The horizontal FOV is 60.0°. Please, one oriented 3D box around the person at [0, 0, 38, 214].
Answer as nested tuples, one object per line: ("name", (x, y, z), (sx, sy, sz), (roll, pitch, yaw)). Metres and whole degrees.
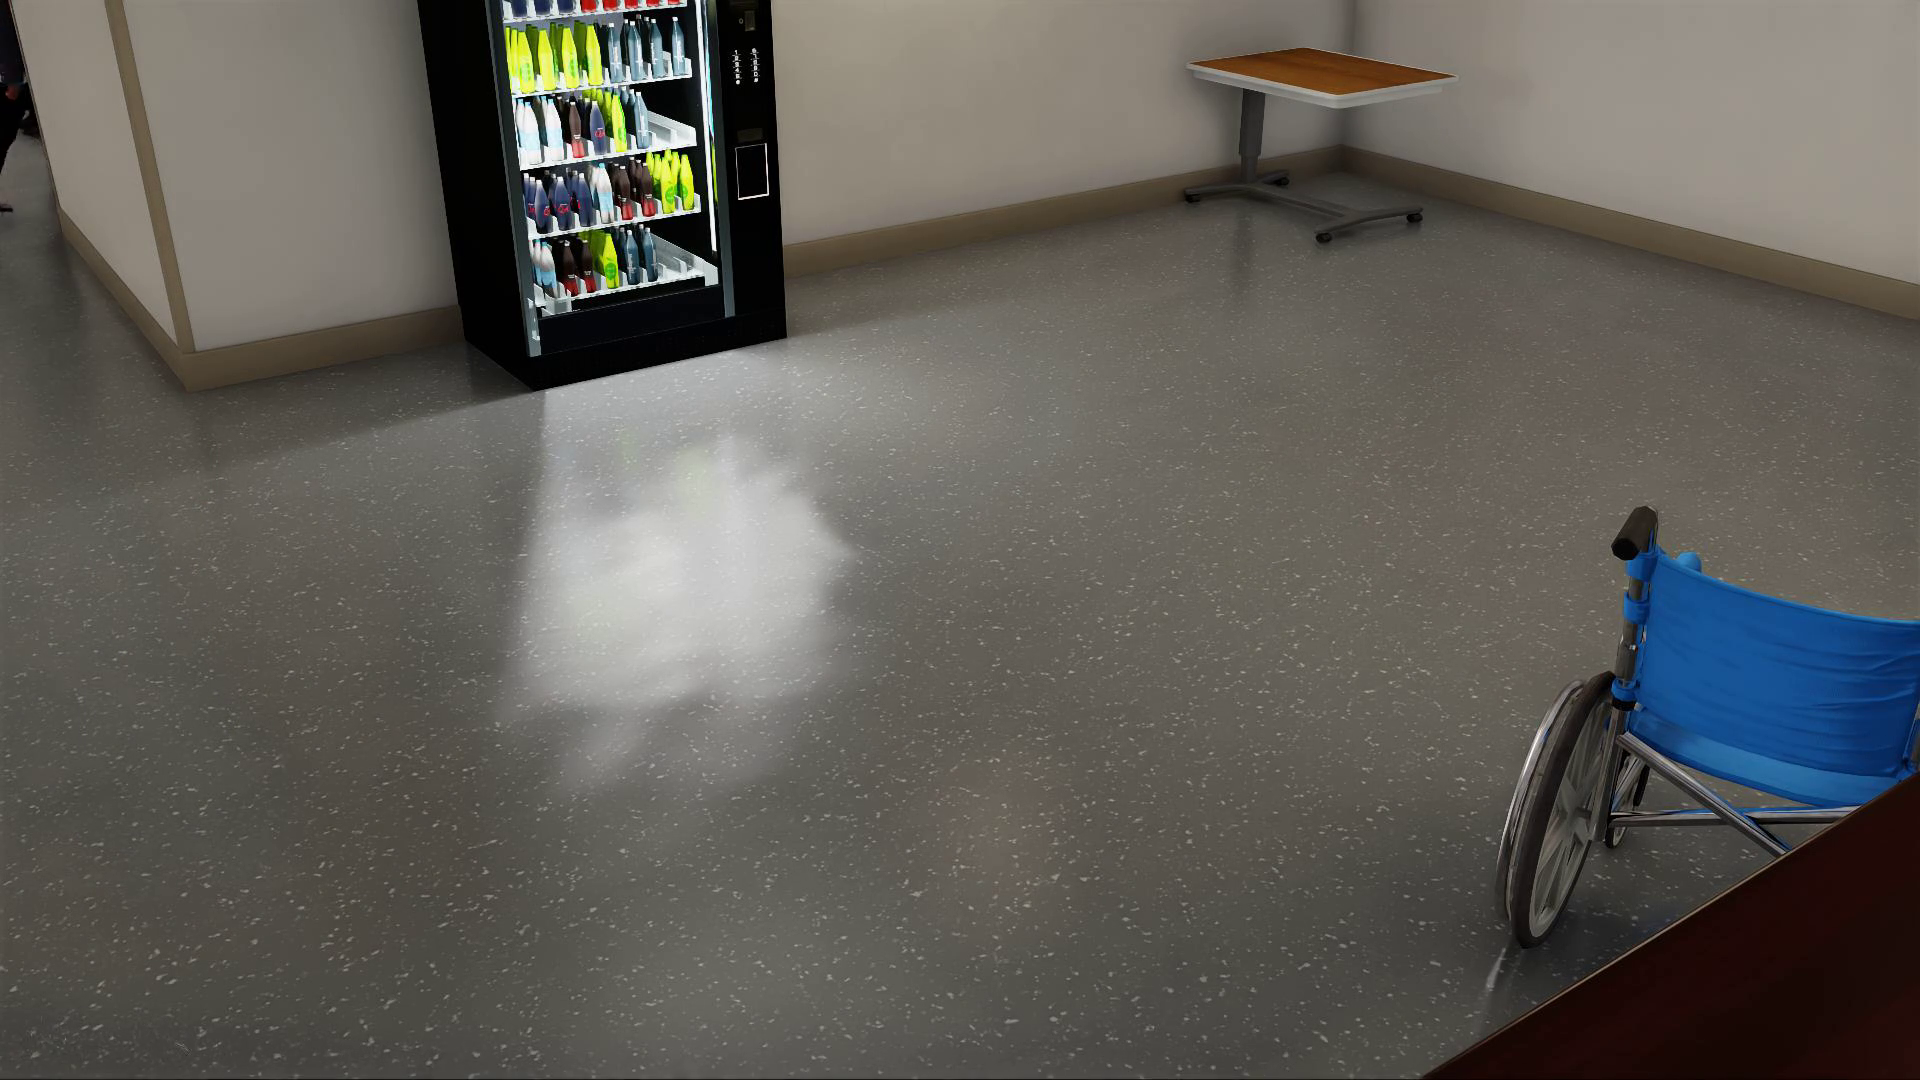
("person", (-5.302, -2.555, 9.184), (0.933, 1.560, 1.180), (16, 30, 29))
